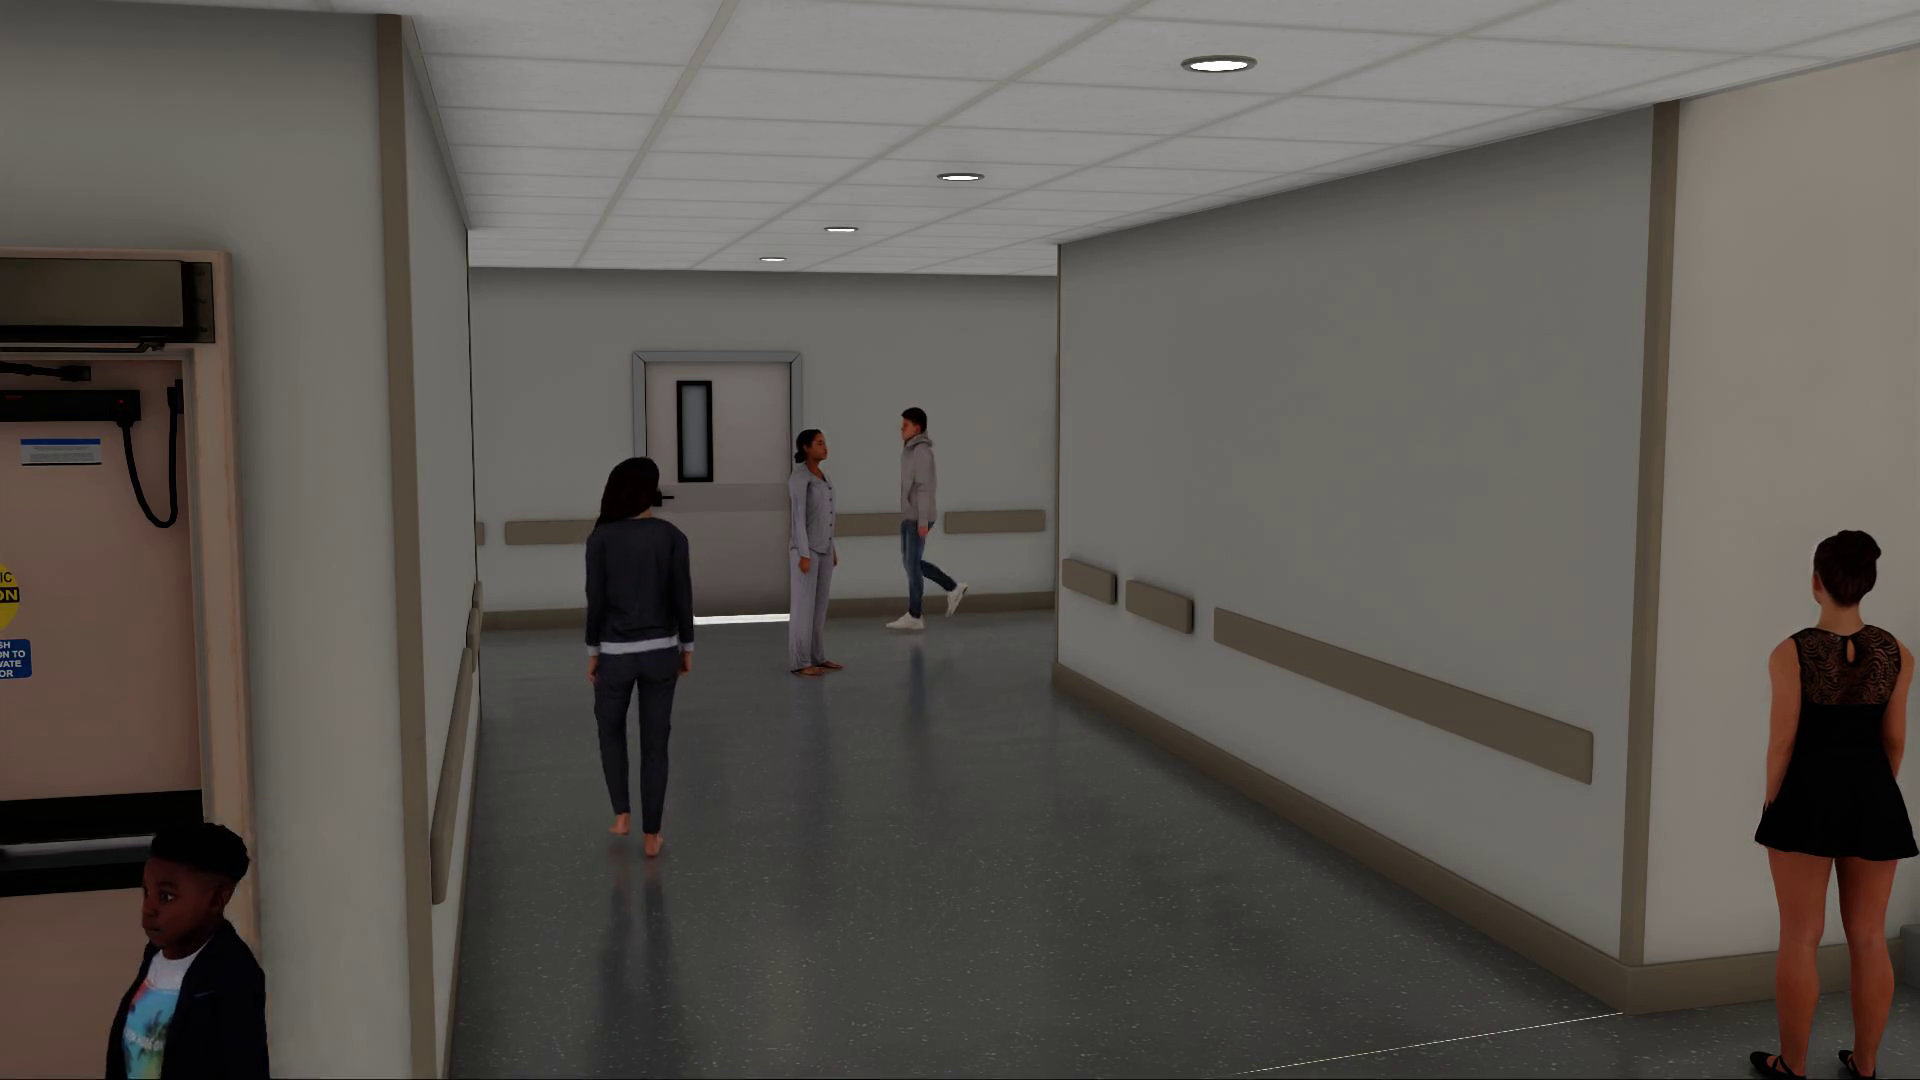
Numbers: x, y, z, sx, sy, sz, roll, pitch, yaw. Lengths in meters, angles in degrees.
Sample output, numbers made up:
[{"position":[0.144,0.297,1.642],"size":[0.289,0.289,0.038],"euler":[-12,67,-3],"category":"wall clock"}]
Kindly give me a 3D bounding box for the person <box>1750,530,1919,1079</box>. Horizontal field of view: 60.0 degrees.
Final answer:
[{"position":[2.595,0.800,4.946],"size":[0.588,1.675,0.701],"euler":[0,6,2],"category":"person"}]

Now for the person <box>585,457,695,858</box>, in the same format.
[{"position":[-1.415,0.522,7.305],"size":[0.580,1.755,0.700],"euler":[-1,6,-12],"category":"person"}]

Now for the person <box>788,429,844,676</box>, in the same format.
[{"position":[-1.067,0.069,11.907],"size":[0.743,1.735,0.711],"euler":[2,6,22],"category":"person"}]

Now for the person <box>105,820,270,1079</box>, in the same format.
[{"position":[-1.457,1.174,3.375],"size":[0.853,1.245,0.898],"euler":[3,7,28],"category":"person"}]

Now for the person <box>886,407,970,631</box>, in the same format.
[{"position":[-0.262,-0.167,13.756],"size":[1.030,1.834,0.743],"euler":[-2,6,-22],"category":"person"}]
